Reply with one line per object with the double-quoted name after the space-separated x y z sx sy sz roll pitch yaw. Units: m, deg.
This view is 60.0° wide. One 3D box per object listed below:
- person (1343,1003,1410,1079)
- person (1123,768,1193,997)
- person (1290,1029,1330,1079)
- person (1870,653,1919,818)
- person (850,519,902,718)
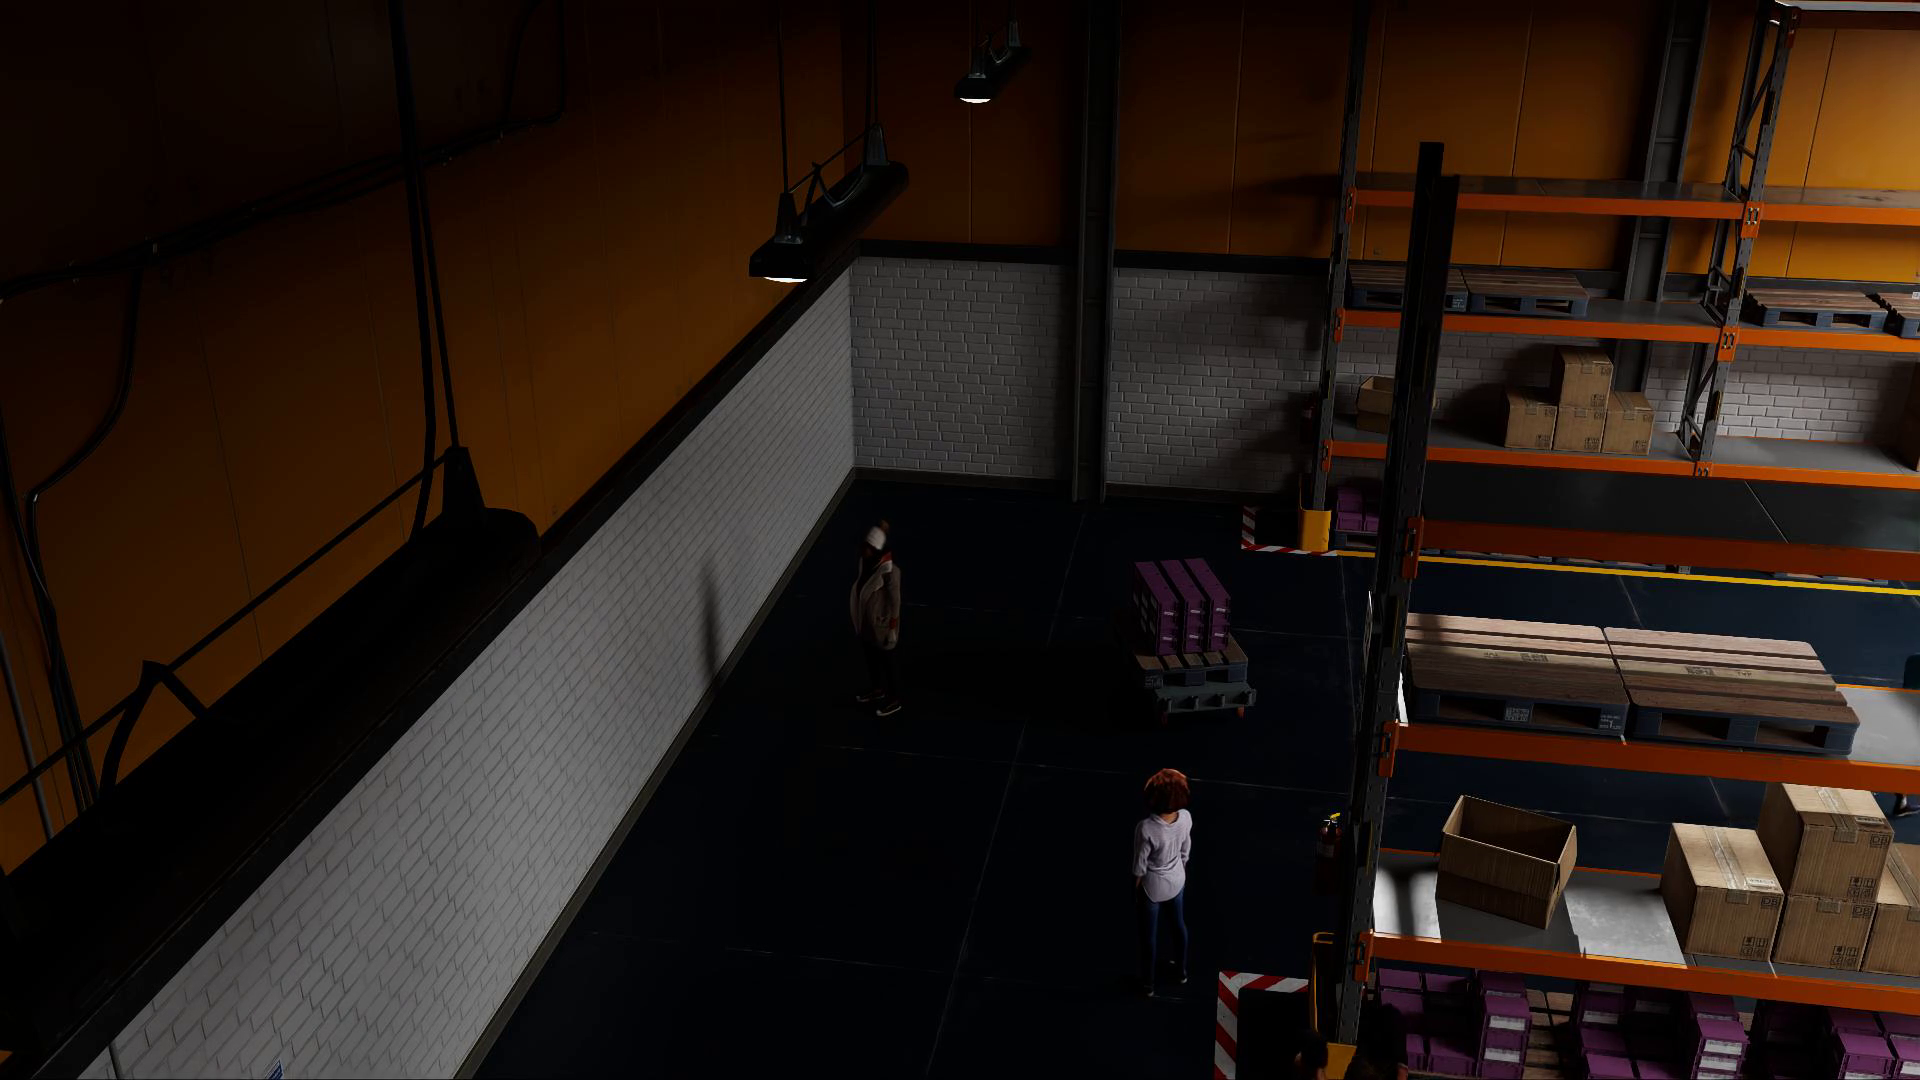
2.450 3.322 9.560 0.746 1.638 0.752 -5 24 -12 "person"
1.418 2.383 11.622 0.715 1.707 0.792 -13 27 -27 "person"
1.987 3.407 9.858 0.535 1.245 0.616 -2 24 -5 "person"
7.710 1.515 13.542 1.015 1.759 0.810 -3 24 -6 "person"
-0.738 0.691 15.258 0.884 1.894 0.820 -16 28 -33 "person"
